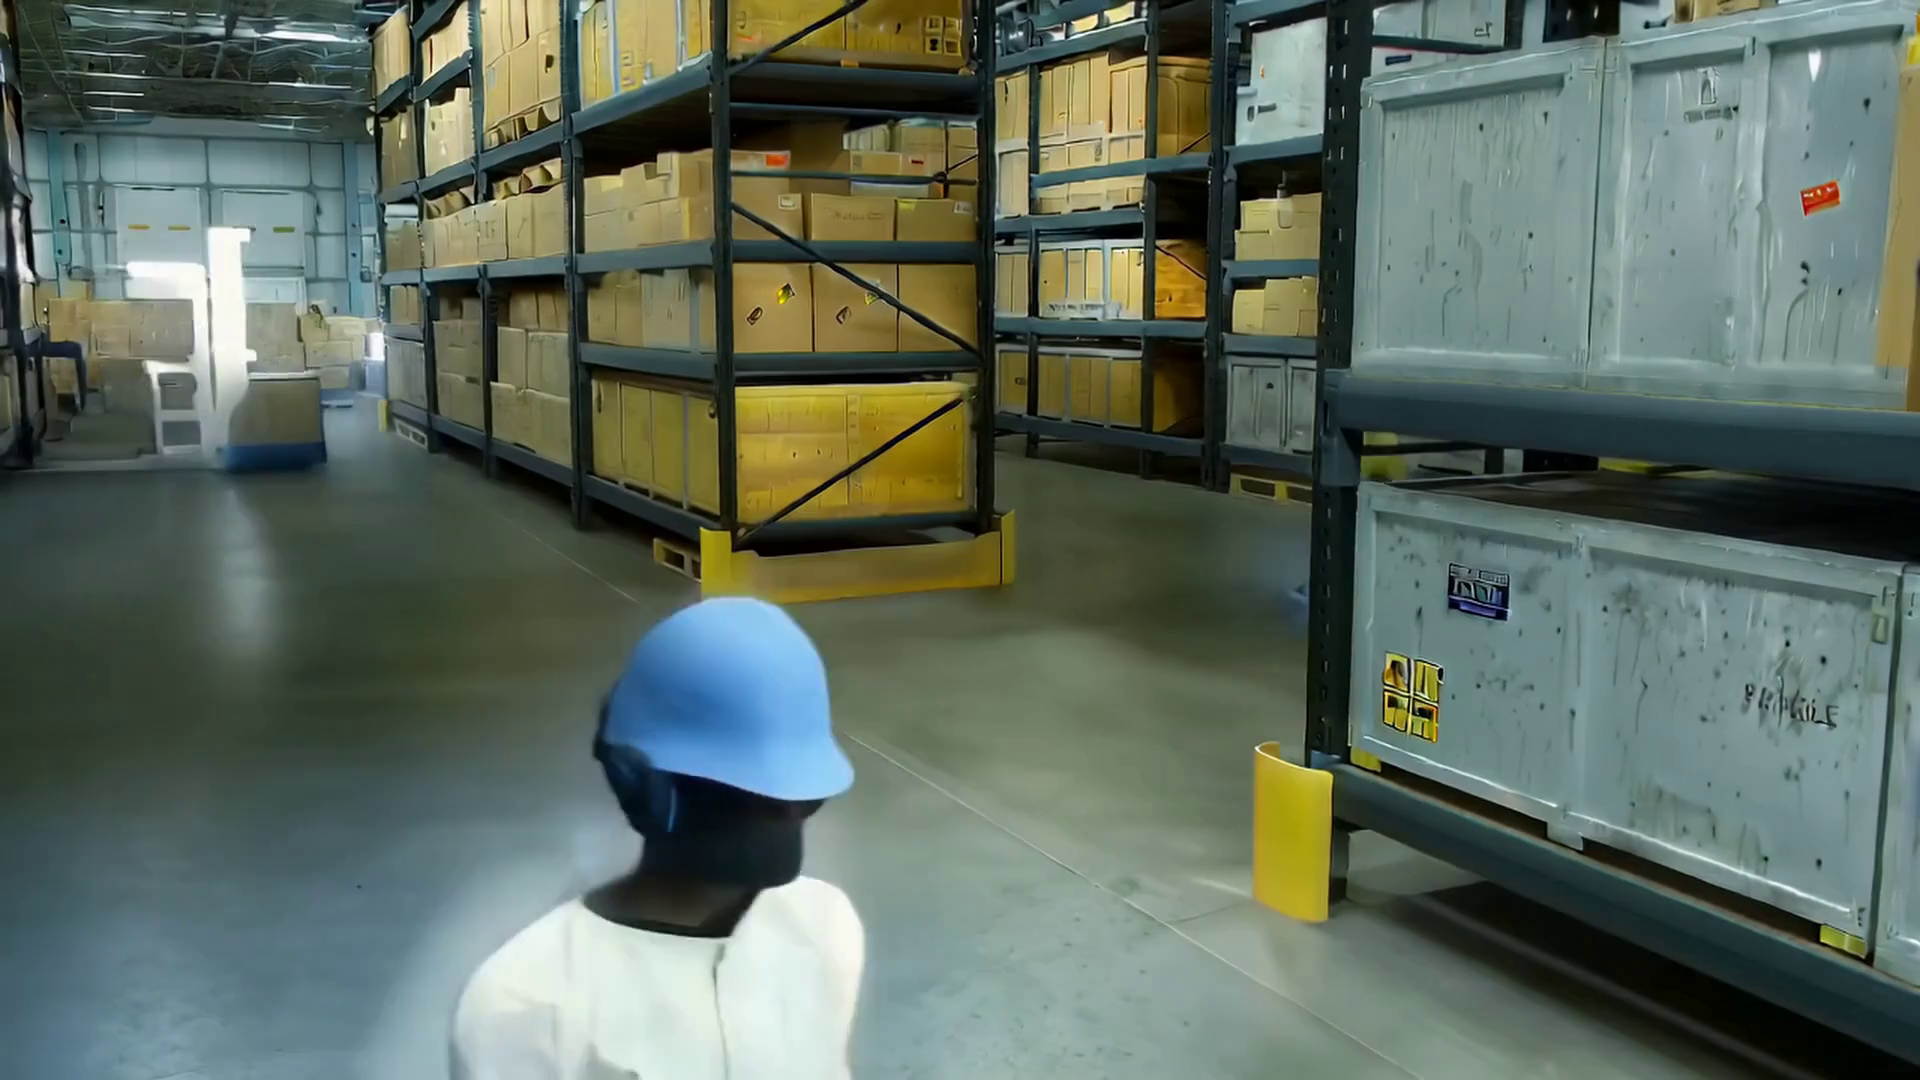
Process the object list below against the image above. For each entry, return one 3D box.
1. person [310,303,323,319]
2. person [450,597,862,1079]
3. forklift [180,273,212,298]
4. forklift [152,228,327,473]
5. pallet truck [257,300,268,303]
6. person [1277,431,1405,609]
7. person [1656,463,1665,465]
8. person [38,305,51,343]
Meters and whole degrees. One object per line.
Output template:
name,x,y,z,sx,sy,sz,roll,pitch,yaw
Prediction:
person,-19.435,-6.174,50.024,0.978,1.889,0.651,-1,8,-7
person,-0.343,0.897,1.818,0.516,1.734,0.767,-8,11,-42
forklift,-23.551,-6.867,51.438,1.873,2.768,1.129,6,10,37
forklift,-8.579,-2.250,19.605,1.873,2.768,1.129,-4,9,-26
pallet truck,-23.913,-7.404,58.171,1.885,1.965,0.823,-1,8,-9
person,2.603,-0.412,10.694,1.012,1.783,0.641,-2,8,-14
person,4.348,-0.387,9.954,0.989,1.956,0.612,0,8,-1
person,-32.066,-7.348,58.289,0.558,1.875,0.973,6,10,35
